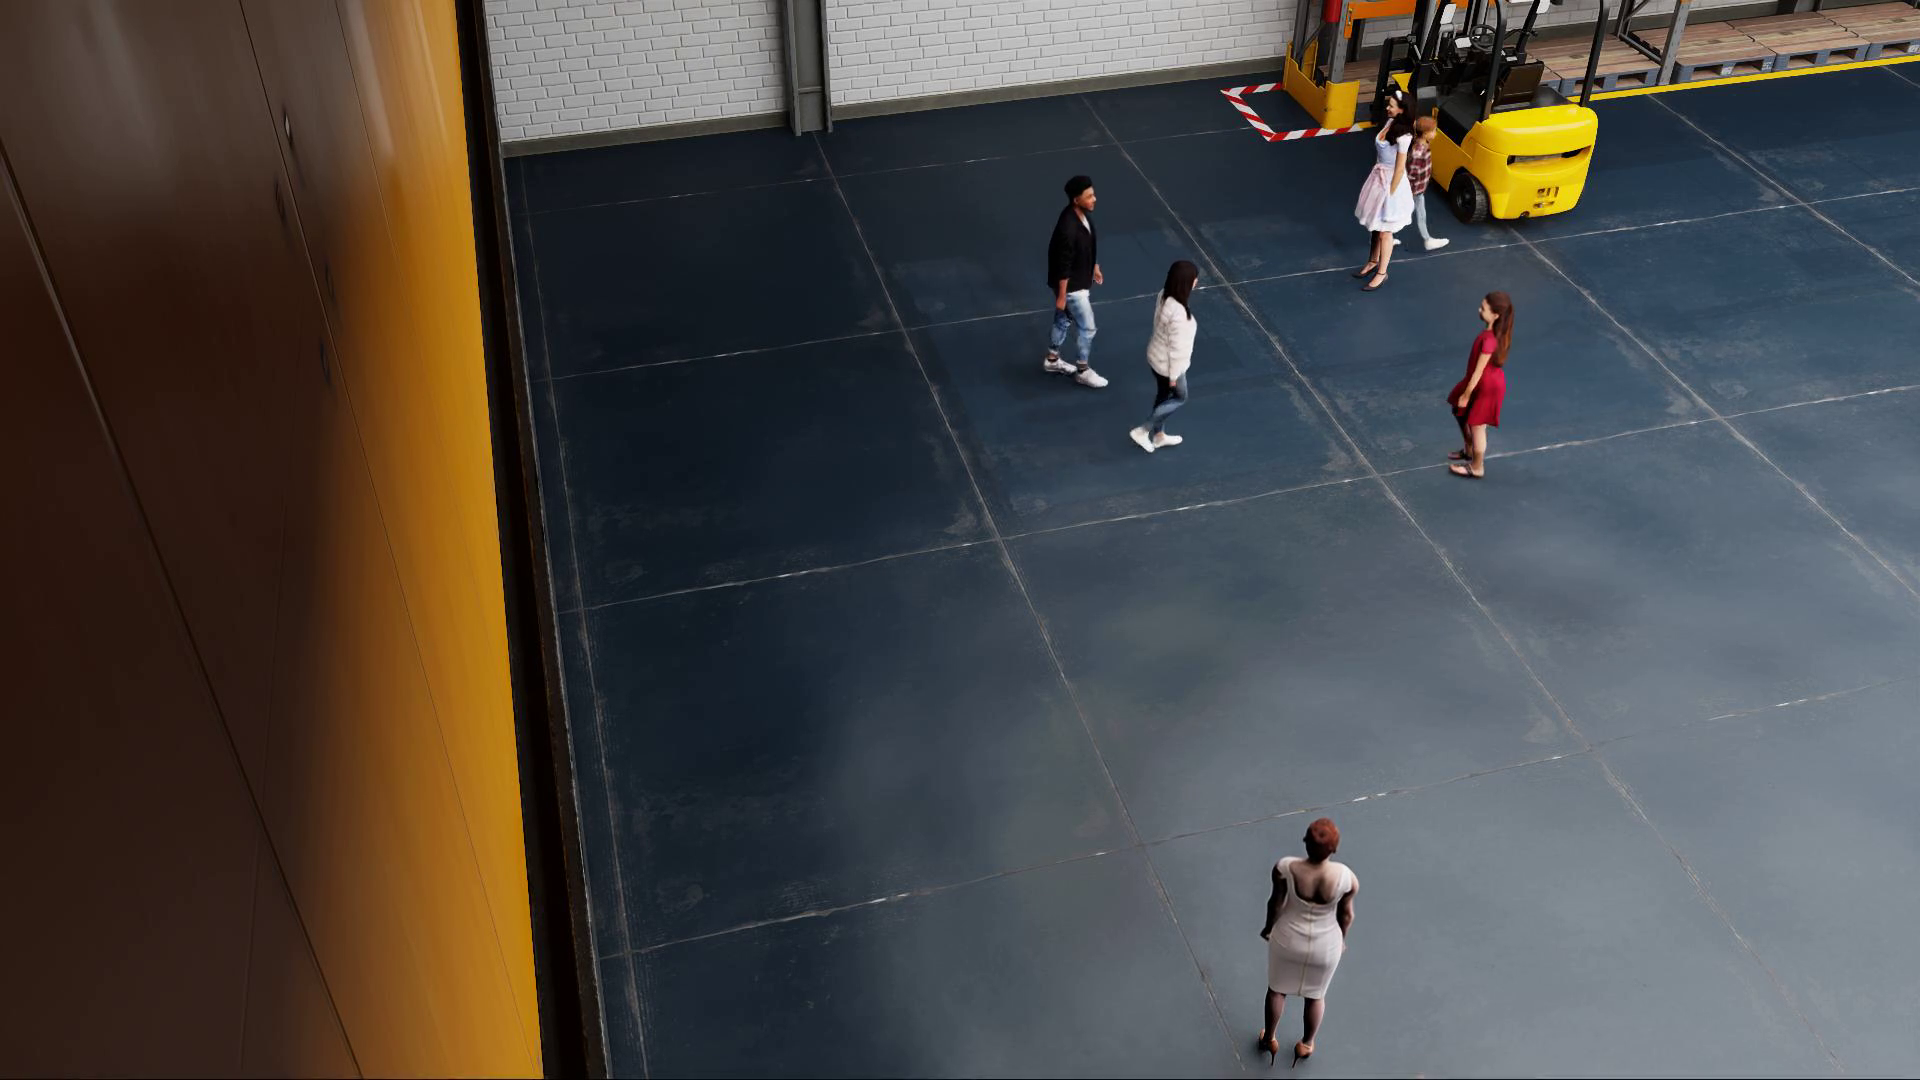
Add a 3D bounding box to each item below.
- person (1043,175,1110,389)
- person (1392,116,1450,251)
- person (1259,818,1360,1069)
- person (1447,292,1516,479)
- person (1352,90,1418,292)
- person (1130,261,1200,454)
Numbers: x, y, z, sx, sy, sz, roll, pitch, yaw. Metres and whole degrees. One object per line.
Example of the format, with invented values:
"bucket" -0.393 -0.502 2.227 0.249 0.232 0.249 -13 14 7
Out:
"person" 0.806 -2.089 13.247 0.970 1.795 0.897 8 39 10
"person" 4.040 -3.231 15.091 0.954 1.279 0.802 10 40 12
"person" 1.684 1.980 8.155 0.578 1.791 0.698 9 40 12
"person" 3.926 -1.116 12.235 0.751 1.538 0.688 13 40 15
"person" 3.690 -3.022 14.397 0.754 1.818 0.728 -5 39 -6
"person" 1.490 -1.352 12.461 0.682 1.624 0.611 -9 39 -11
